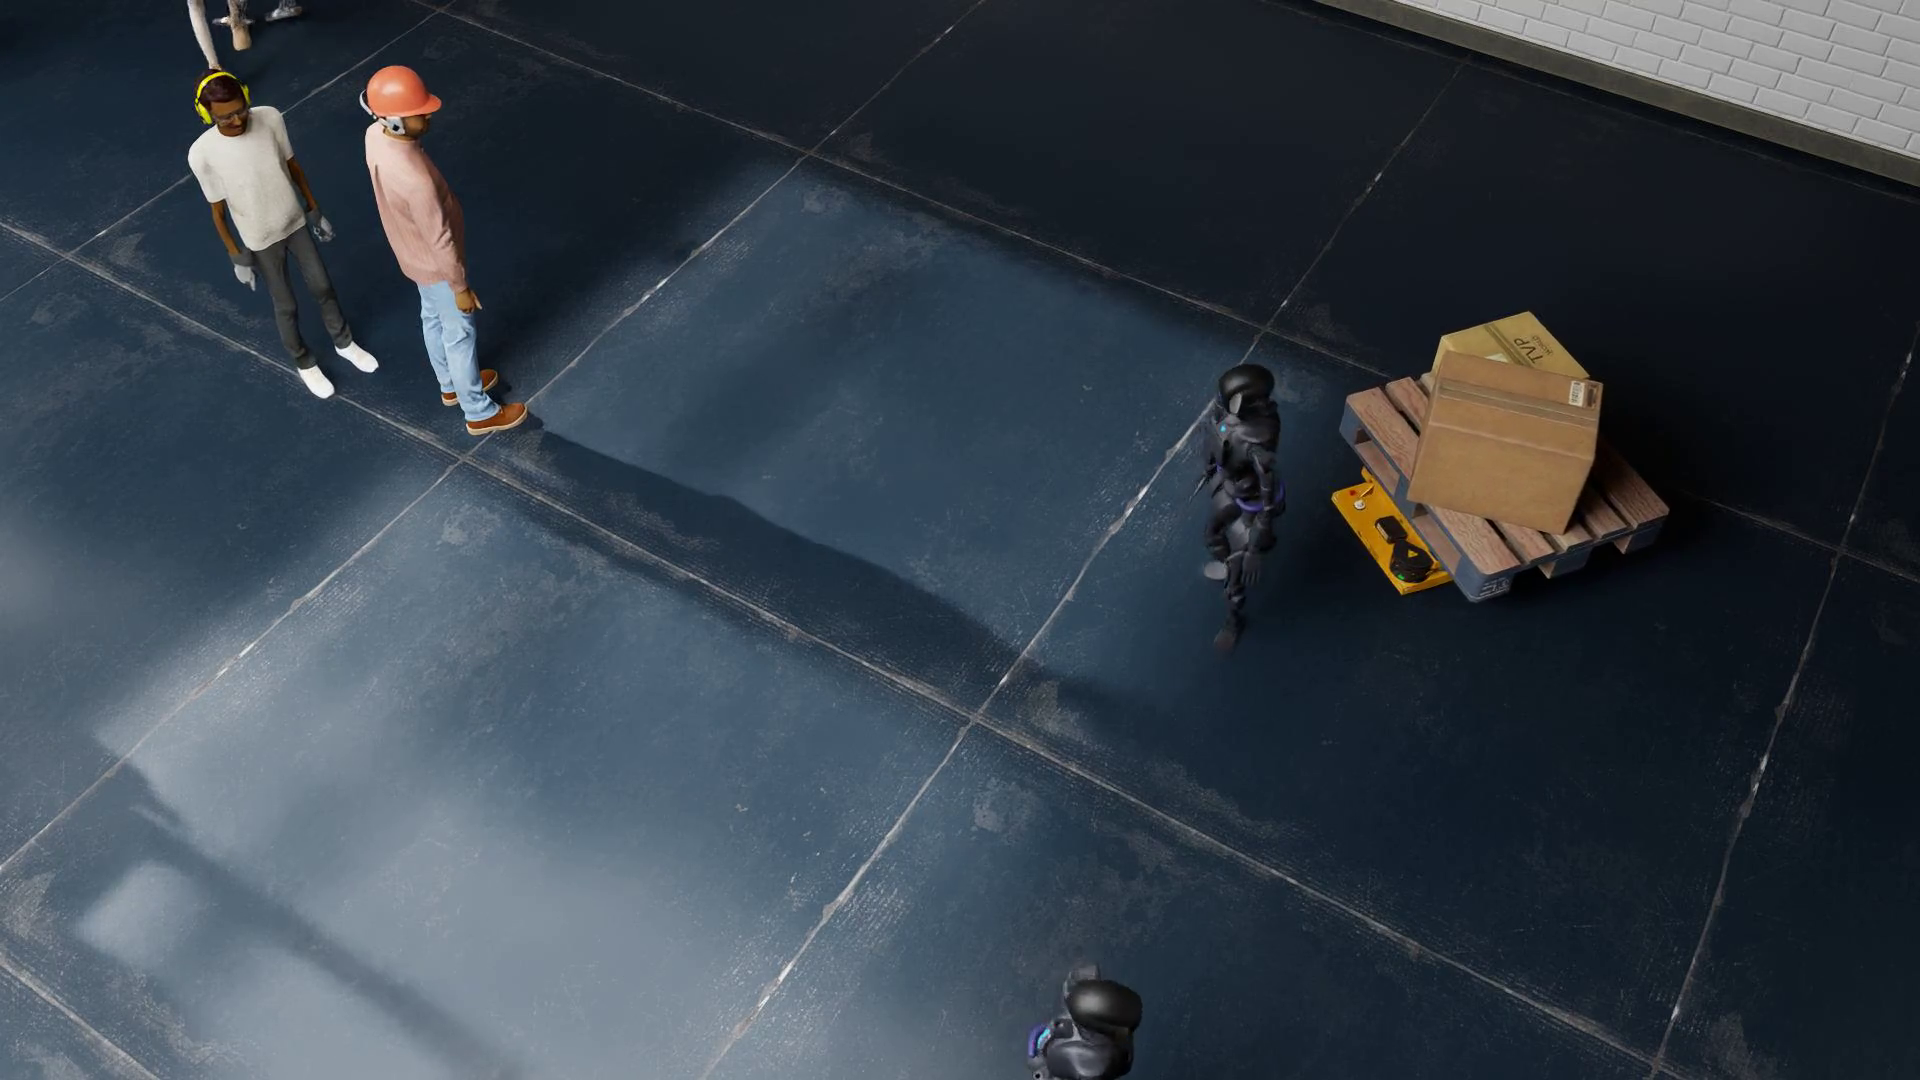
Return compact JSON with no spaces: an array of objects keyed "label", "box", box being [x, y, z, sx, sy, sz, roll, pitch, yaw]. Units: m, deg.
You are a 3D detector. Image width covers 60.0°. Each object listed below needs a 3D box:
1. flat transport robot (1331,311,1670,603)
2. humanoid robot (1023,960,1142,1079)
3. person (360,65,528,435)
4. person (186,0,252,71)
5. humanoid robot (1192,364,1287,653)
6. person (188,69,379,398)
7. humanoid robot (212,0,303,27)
[{"label":"flat transport robot","box":[2.585,-0.211,8.000,1.431,0.231,0.659,-17,51,-14]},{"label":"humanoid robot","box":[0.333,1.772,5.343,0.388,1.653,0.611,-3,49,-2]},{"label":"person","box":[-2.462,-1.344,7.847,0.388,1.989,0.621,-28,55,-23]},{"label":"person","box":[-4.626,-3.628,9.946,0.488,1.847,0.964,-12,50,-10]},{"label":"humanoid robot","box":[1.205,-0.168,7.033,0.427,1.646,0.613,-13,50,-11]},{"label":"person","box":[-3.295,-1.472,8.052,0.346,1.856,0.521,32,56,25]},{"label":"humanoid robot","box":[-4.508,-3.986,10.323,0.892,1.769,0.544,-14,50,-12]}]
